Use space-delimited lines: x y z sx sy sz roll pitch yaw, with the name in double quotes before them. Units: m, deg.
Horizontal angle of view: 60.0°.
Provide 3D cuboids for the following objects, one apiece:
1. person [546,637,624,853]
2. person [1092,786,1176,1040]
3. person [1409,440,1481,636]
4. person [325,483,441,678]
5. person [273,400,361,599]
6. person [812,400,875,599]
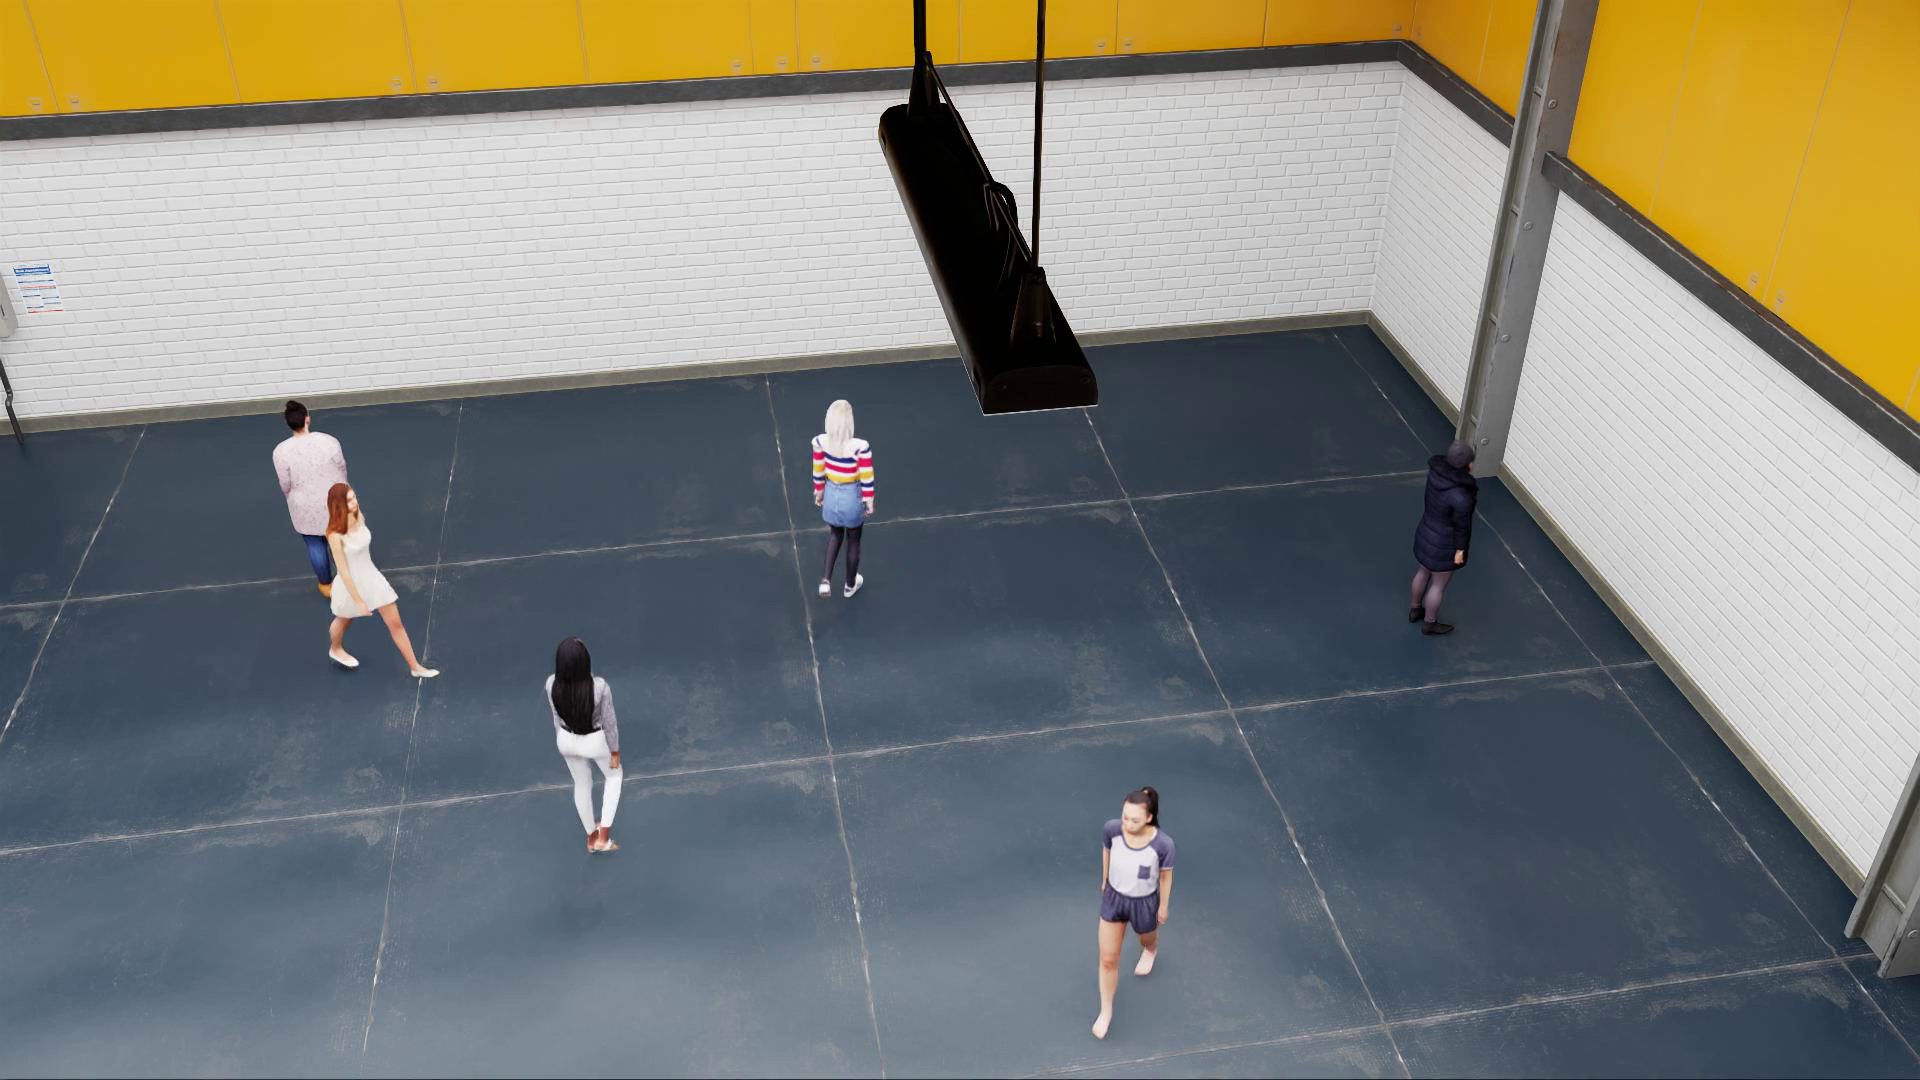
"person" -2.426 1.385 10.699 0.697 1.712 0.773 3 34 4
"person" 1.045 2.081 9.743 0.951 1.613 1.103 14 36 20
"person" 3.723 -0.024 12.854 0.764 1.674 0.622 -10 35 -15
"person" -4.540 0.332 12.331 1.090 1.661 1.148 15 37 22
"person" -5.107 -0.327 13.247 0.737 1.744 0.682 -12 35 -17
"person" -0.949 -0.261 13.097 0.859 1.799 0.949 12 35 17
